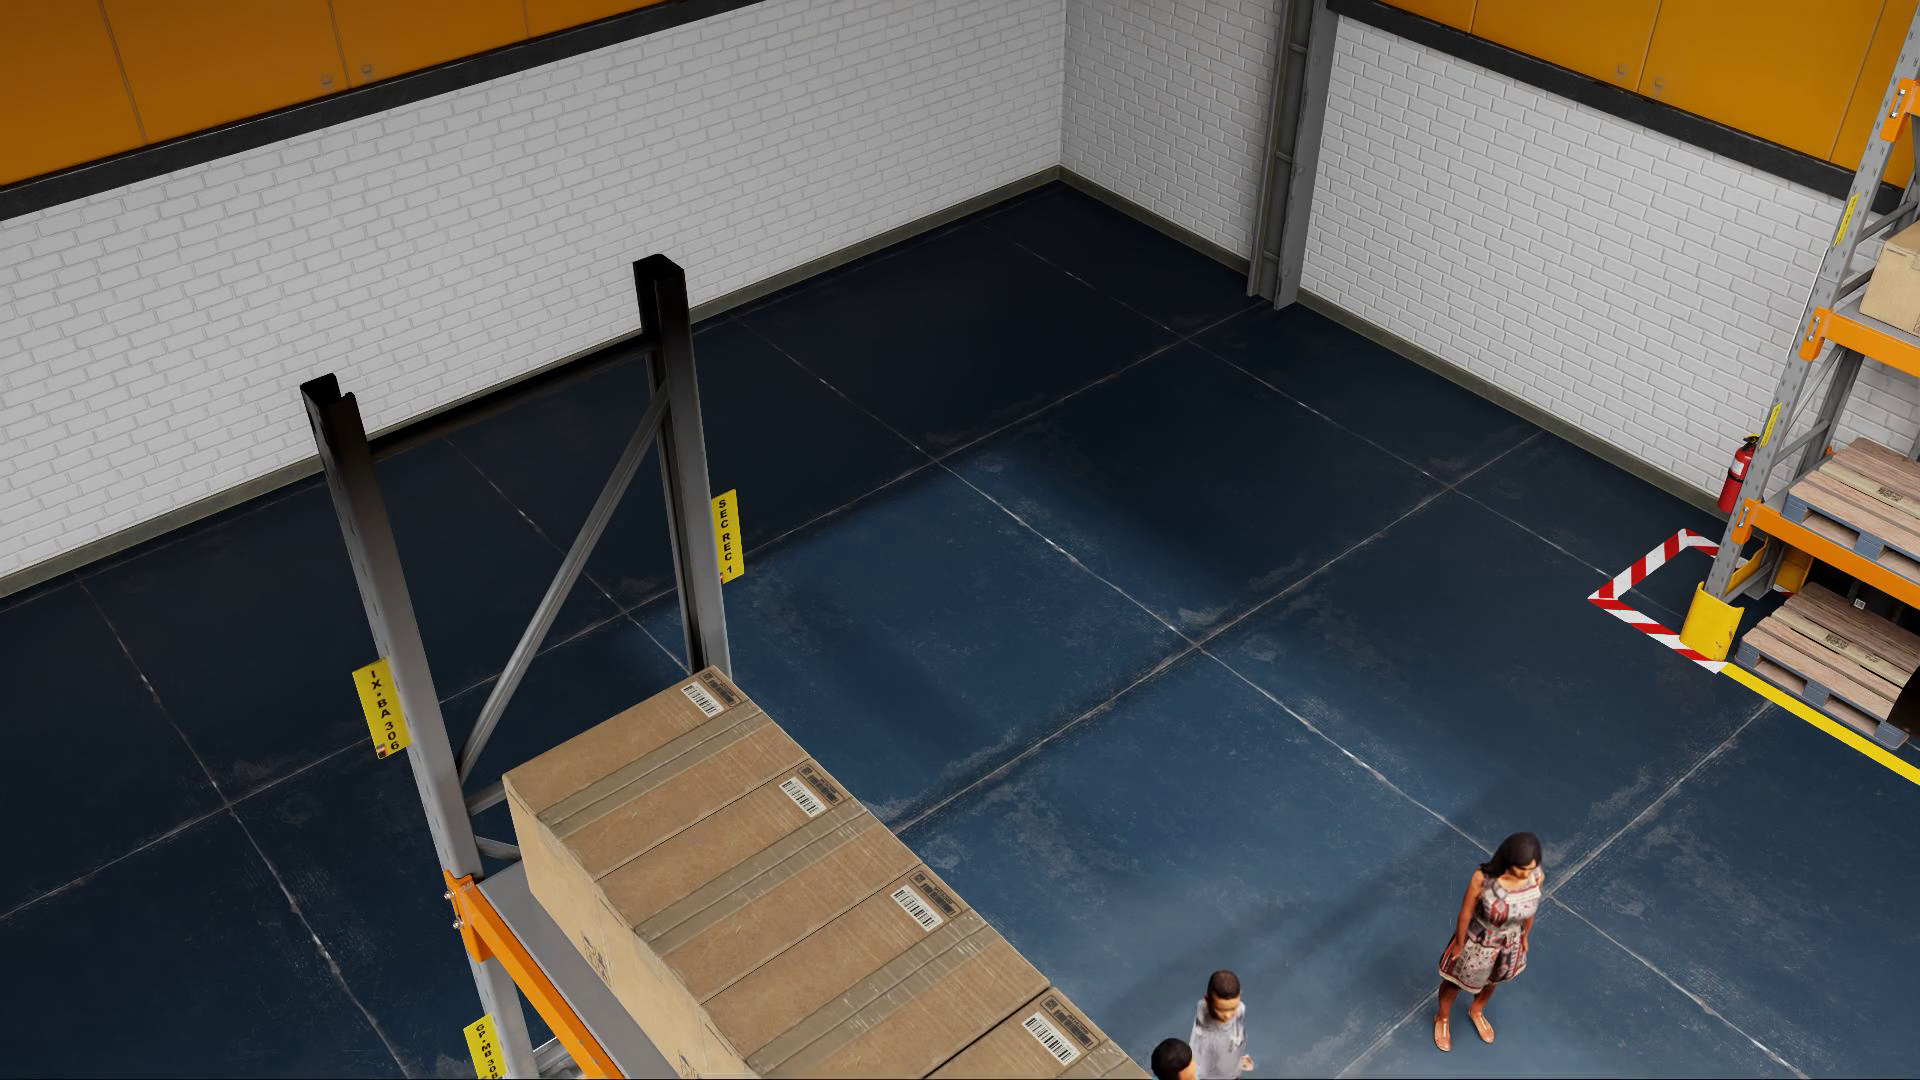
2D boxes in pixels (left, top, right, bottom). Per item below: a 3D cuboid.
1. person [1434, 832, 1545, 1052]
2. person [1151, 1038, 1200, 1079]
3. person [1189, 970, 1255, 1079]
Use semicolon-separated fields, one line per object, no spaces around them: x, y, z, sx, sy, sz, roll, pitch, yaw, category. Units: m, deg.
2.894;2.153;9.070;0.725;1.643;0.720;-5;39;-7;person
0.883;2.939;7.988;0.899;1.766;0.758;21;43;24;person
1.313;2.665;8.581;0.645;1.453;0.626;-12;40;-14;person
